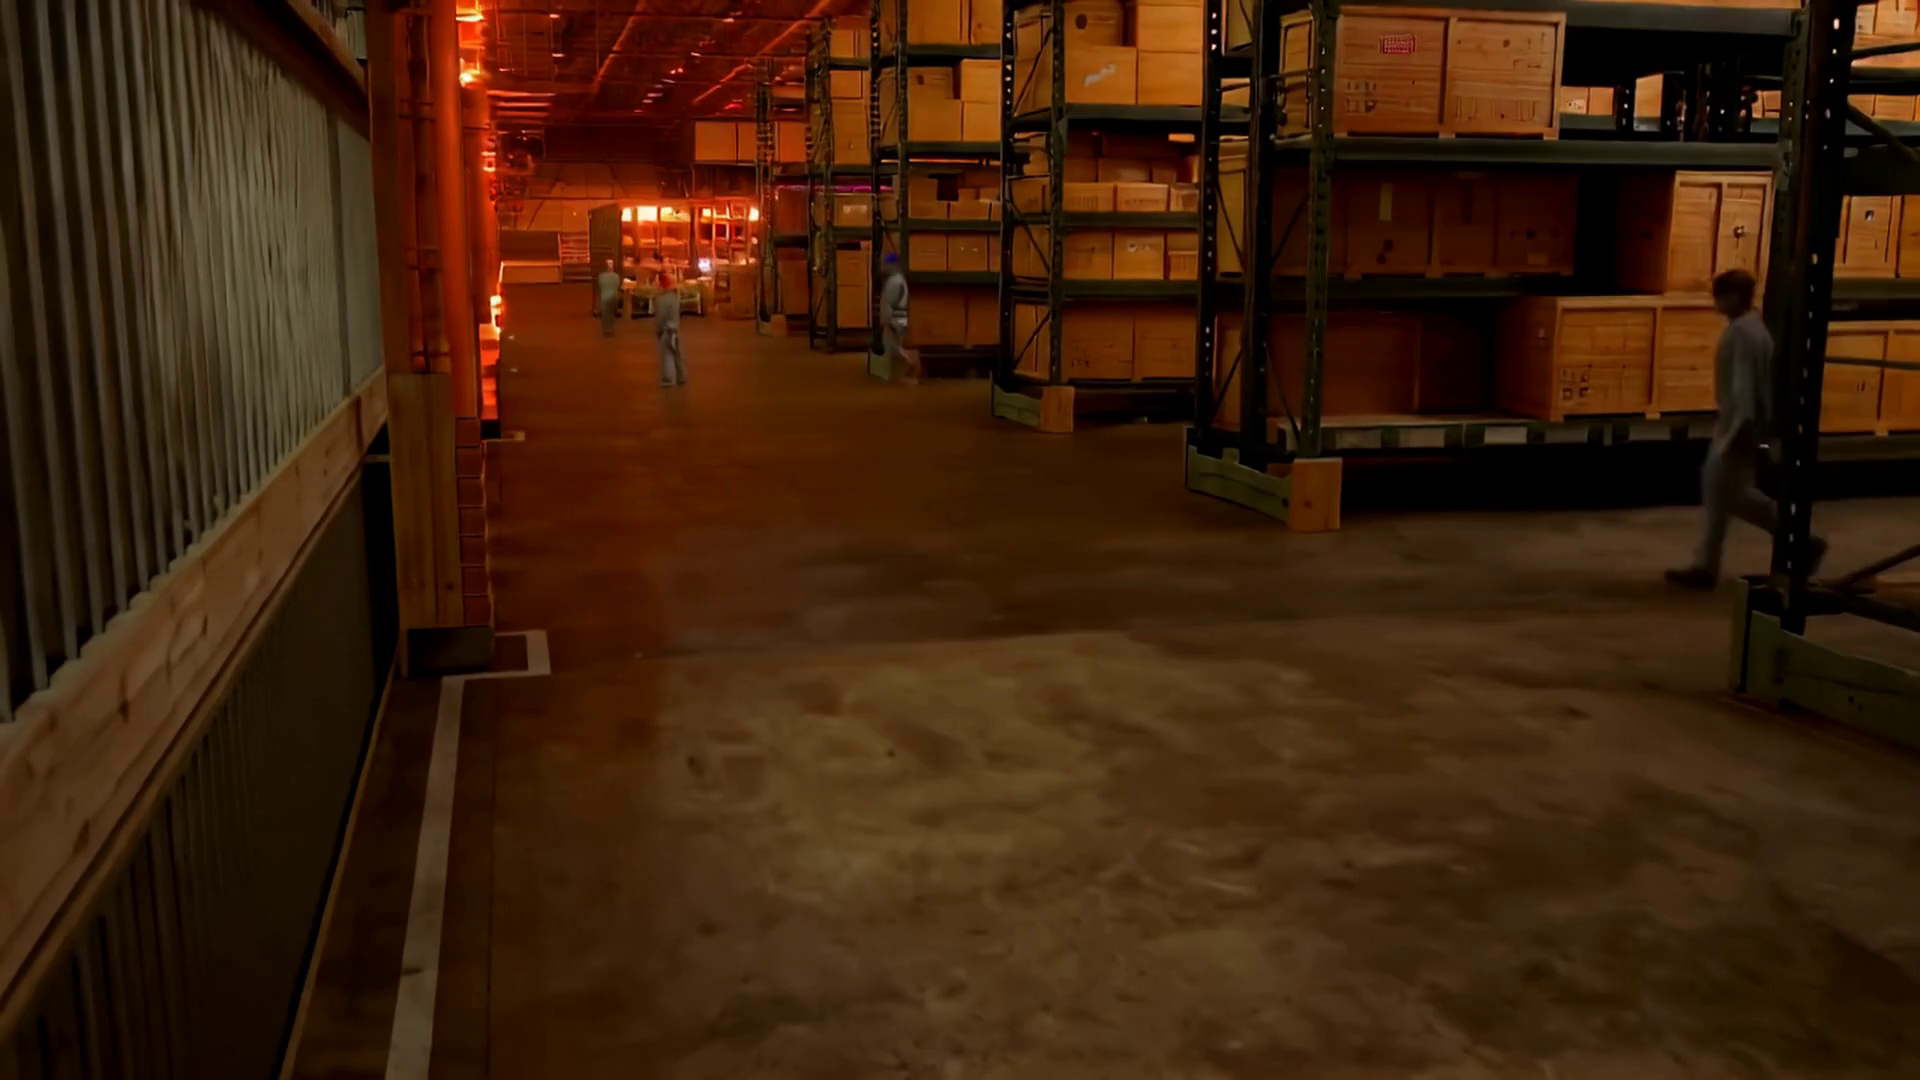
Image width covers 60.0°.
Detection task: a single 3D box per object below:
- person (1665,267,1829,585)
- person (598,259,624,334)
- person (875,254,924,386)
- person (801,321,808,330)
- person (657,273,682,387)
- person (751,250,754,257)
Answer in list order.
[{"bbox_3d":[4.663,-0.642,9.764,0.759,1.912,0.631,4,11,19],"label":"person"},{"bbox_3d":[-8.048,-5.605,38.338,0.569,1.737,0.429,2,10,11],"label":"person"},{"bbox_3d":[-0.896,-3.146,23.898,0.668,1.919,0.615,2,10,11],"label":"person"},{"bbox_3d":[-3.480,-5.931,40.203,0.819,1.734,0.521,-4,11,-20],"label":"person"},{"bbox_3d":[-4.194,-3.024,24.013,0.308,1.640,0.511,4,11,19],"label":"person"},{"bbox_3d":[-10.037,-13.186,80.969,0.373,1.843,0.572,-9,13,-41],"label":"person"}]
